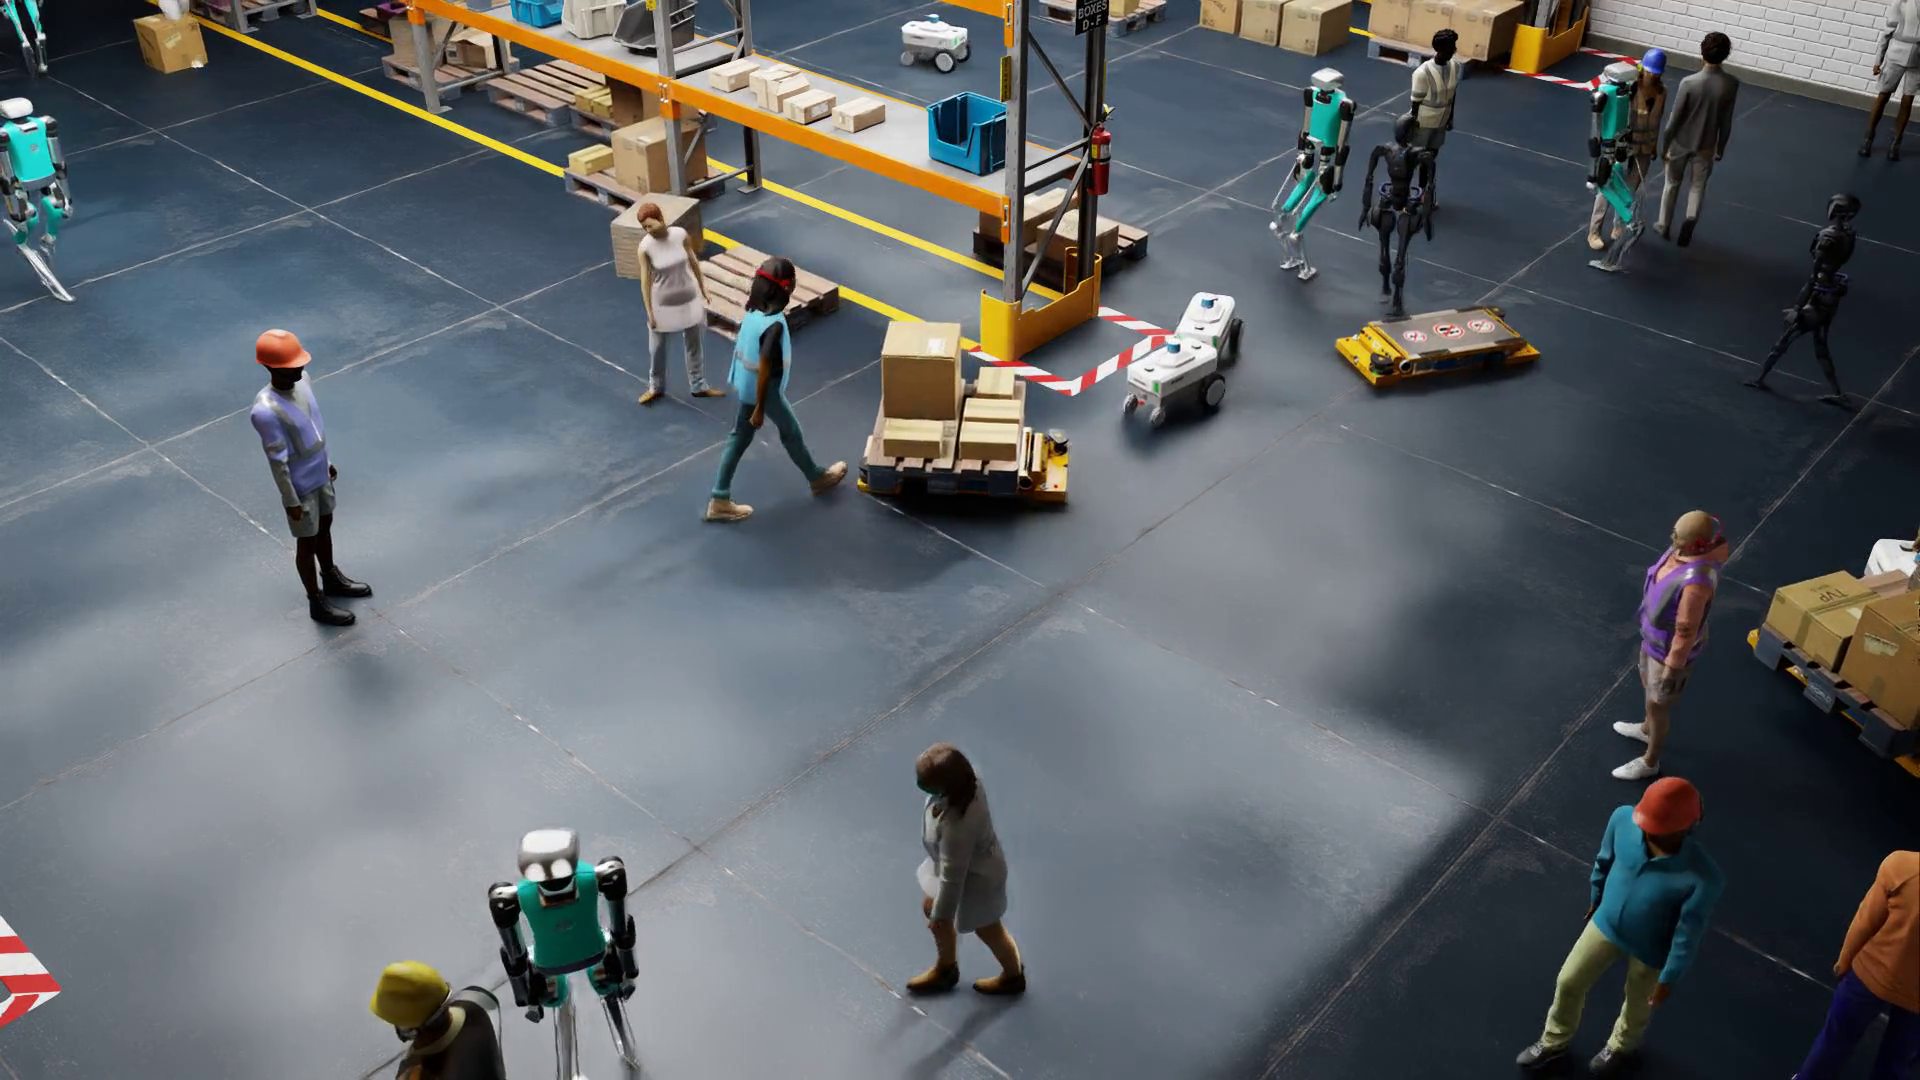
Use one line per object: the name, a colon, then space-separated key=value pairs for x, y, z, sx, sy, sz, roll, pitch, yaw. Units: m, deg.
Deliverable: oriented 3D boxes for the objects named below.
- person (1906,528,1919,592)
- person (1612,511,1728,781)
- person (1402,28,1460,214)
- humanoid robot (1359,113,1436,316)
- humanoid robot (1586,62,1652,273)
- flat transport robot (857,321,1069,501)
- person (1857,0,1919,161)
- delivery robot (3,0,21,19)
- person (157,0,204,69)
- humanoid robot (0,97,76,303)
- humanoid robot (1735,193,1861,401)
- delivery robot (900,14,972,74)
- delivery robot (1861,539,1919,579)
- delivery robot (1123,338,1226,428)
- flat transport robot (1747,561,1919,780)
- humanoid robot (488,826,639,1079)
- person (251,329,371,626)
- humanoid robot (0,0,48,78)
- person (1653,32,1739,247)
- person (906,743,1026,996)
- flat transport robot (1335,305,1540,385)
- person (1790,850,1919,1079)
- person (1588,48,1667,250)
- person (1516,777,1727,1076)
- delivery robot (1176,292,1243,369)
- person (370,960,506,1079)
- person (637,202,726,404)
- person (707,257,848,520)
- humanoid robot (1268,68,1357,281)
person: x=5.576 y=0.079 z=9.309 sx=0.326 sy=1.843 sz=0.511 roll=-12 pitch=37 yaw=-17
person: x=3.738 y=0.529 z=8.801 sx=0.367 sy=1.683 sz=0.580 roll=5 pitch=35 yaw=7
person: x=4.252 y=-3.789 z=15.045 sx=0.532 sy=1.693 sz=0.320 roll=-19 pitch=39 yaw=-25
humanoid robot: x=3.529 y=-2.639 z=13.401 sx=0.615 sy=1.636 sz=0.492 roll=17 pitch=38 yaw=22
humanoid robot: x=5.583 y=-3.046 z=13.934 sx=0.530 sy=1.766 sz=0.807 roll=-24 pitch=41 yaw=-30
flat transport robot: x=0.034 y=-0.549 z=11.605 sx=1.431 sy=0.231 sz=0.659 roll=3 pitch=35 yaw=4
person: x=9.150 y=-4.639 z=16.078 sx=0.547 sy=1.926 sz=0.379 roll=15 pitch=37 yaw=20
delivery robot: x=-11.790 y=-6.682 z=20.247 sx=0.499 sy=0.605 sz=0.788 roll=-11 pitch=36 yaw=-16
person: x=-8.839 y=-6.263 z=18.478 sx=0.906 sy=1.869 sz=0.655 roll=24 pitch=41 yaw=31
humanoid robot: x=-7.593 y=-2.727 z=13.554 sx=0.827 sy=1.872 sz=0.548 roll=21 pitch=40 yaw=28
humanoid robot: x=6.315 y=-1.760 z=12.169 sx=0.788 sy=1.626 sz=0.587 roll=28 pitch=44 yaw=34
delivery robot: x=-0.265 y=-5.566 z=18.640 sx=0.808 sy=0.614 sz=0.499 roll=14 pitch=37 yaw=20
delivery robot: x=5.770 y=0.327 z=10.077 sx=0.499 sy=0.586 sz=0.773 roll=5 pitch=35 yaw=7
delivery robot: x=1.576 y=-1.213 z=12.316 sx=0.792 sy=0.595 sz=0.499 roll=-27 pitch=43 yaw=-33
flat transport robot: x=5.319 y=0.860 z=9.565 sx=0.659 sy=0.231 sz=1.431 roll=-12 pitch=36 yaw=-17
humanoid robot: x=-1.647 y=1.732 z=7.023 sx=0.530 sy=1.788 sz=0.799 roll=-11 pitch=36 yaw=-16
person: x=-3.871 y=-0.386 z=9.902 sx=0.376 sy=1.936 sz=0.546 roll=4 pitch=35 yaw=5
humanoid robot: x=-10.180 y=-5.801 z=17.999 sx=0.540 sy=1.878 sz=0.723 roll=-18 pitch=38 yaw=-24
person: x=6.347 y=-3.429 z=14.352 sx=0.552 sy=1.878 sz=0.668 roll=7 pitch=35 yaw=11
person: x=0.014 y=1.501 z=7.431 sx=0.671 sy=1.613 sz=0.513 roll=-5 pitch=35 yaw=-7
flat transport robot: x=3.743 y=-1.530 z=13.027 sx=1.431 sy=0.231 sz=0.659 roll=-10 pitch=36 yaw=-14
person: x=3.845 y=1.773 z=6.750 sx=0.518 sy=1.972 sz=0.404 roll=19 pitch=39 yaw=26
person: x=5.812 y=-3.372 z=14.366 sx=0.484 sy=1.776 sz=0.305 roll=-7 pitch=35 yaw=-11
person: x=2.814 y=1.703 z=7.058 sx=0.659 sy=1.730 sz=0.566 roll=-22 pitch=40 yaw=-29
delivery robot: x=1.907 y=-1.622 z=12.925 sx=0.499 sy=0.614 sz=0.815 roll=11 pitch=36 yaw=16
person: x=-1.874 y=2.229 z=6.219 sx=0.403 sy=1.820 sz=0.595 roll=9 pitch=36 yaw=12
person: x=-2.081 y=-1.719 z=12.102 sx=0.639 sy=1.630 sz=0.303 roll=-18 pitch=39 yaw=-24
person: x=-1.265 y=-0.990 z=10.905 sx=1.050 sy=1.792 sz=0.517 roll=-17 pitch=38 yaw=-23
humanoid robot: x=2.851 y=-3.004 z=13.822 sx=0.653 sy=1.744 sz=0.542 roll=-20 pitch=39 yaw=-27
